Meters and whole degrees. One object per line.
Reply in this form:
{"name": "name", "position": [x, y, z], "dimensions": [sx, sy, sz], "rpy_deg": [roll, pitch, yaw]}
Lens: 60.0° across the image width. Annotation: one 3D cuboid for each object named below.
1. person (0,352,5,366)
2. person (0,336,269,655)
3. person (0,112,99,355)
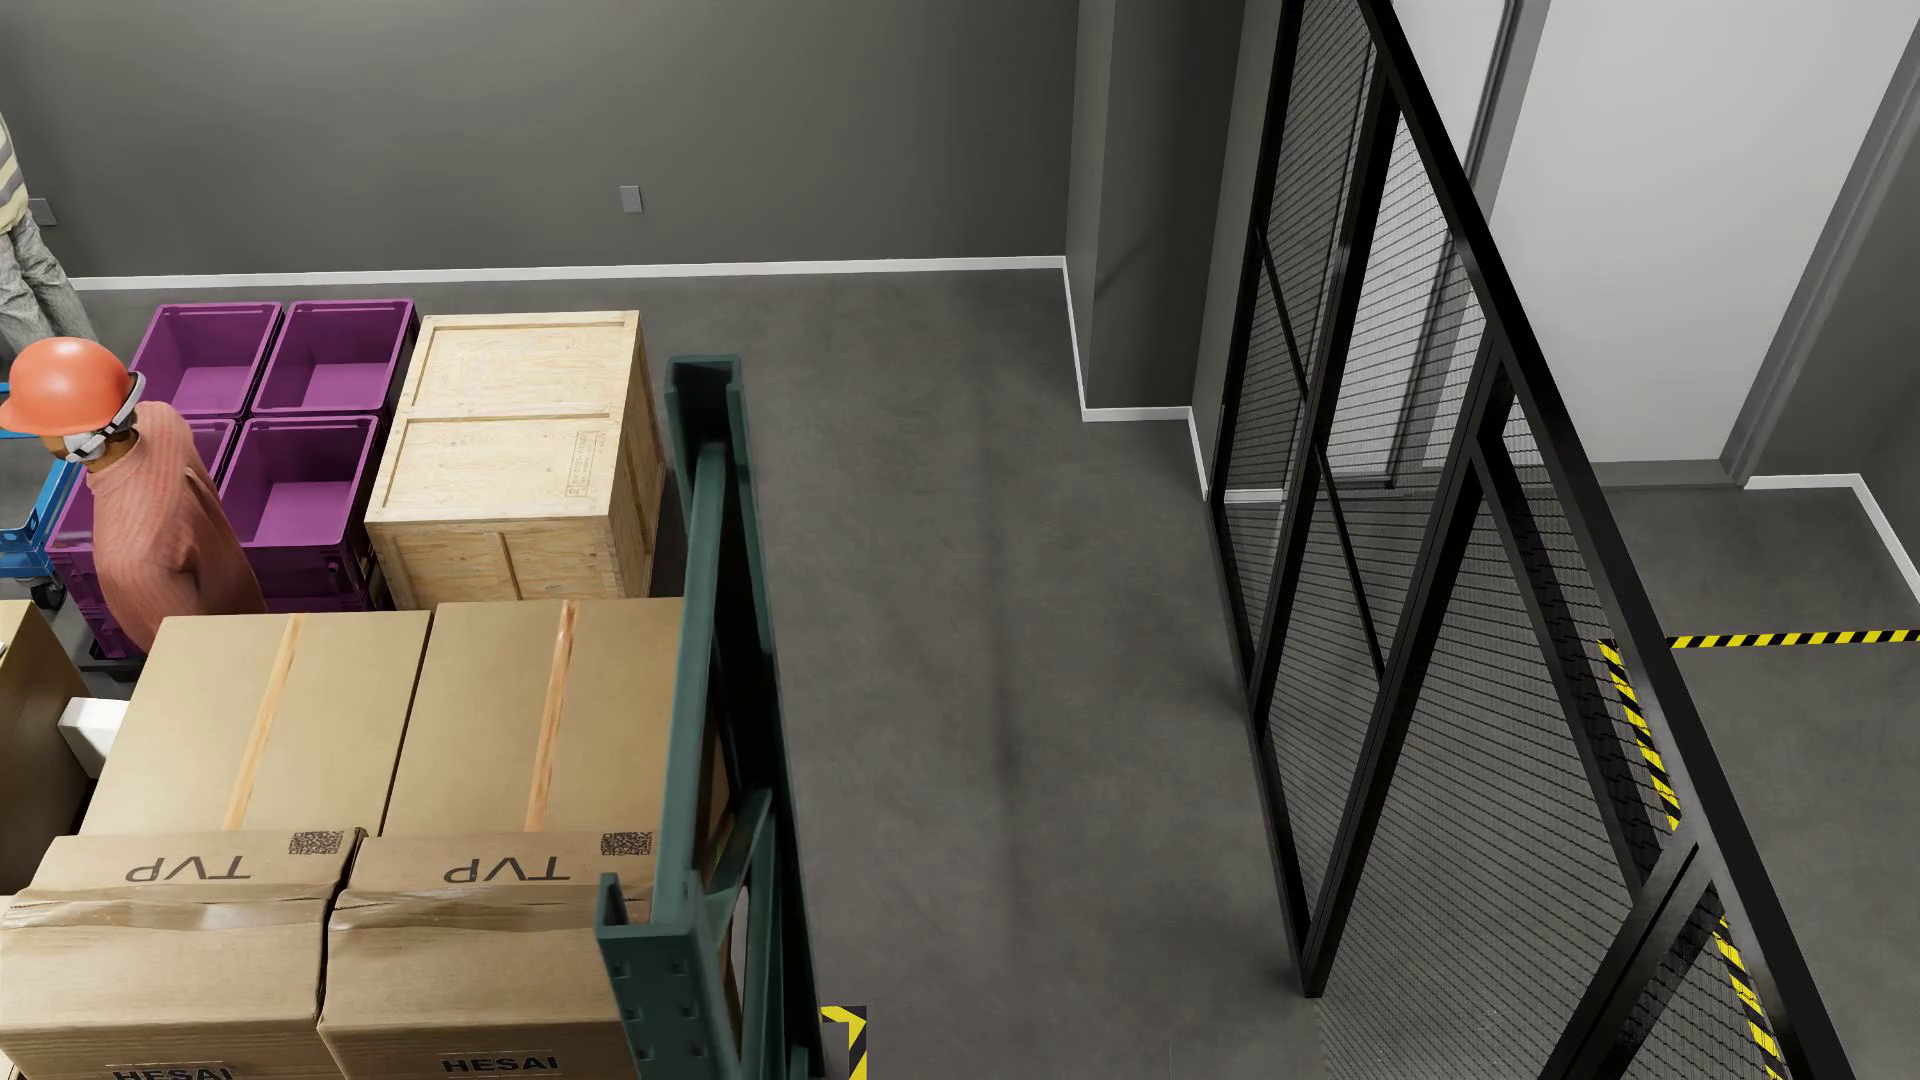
{"name": "person", "position": [-4.036, -1.279, 5.978], "dimensions": [0.374, 1.939, 0.629], "rpy_deg": [-2, 46, -2]}
{"name": "person", "position": [-2.042, 0.252, 4.477], "dimensions": [0.382, 1.995, 0.612], "rpy_deg": [-12, 48, -11]}
{"name": "person", "position": [-3.547, -1.194, 5.965], "dimensions": [0.404, 1.836, 0.602], "rpy_deg": [0, 46, 0]}
